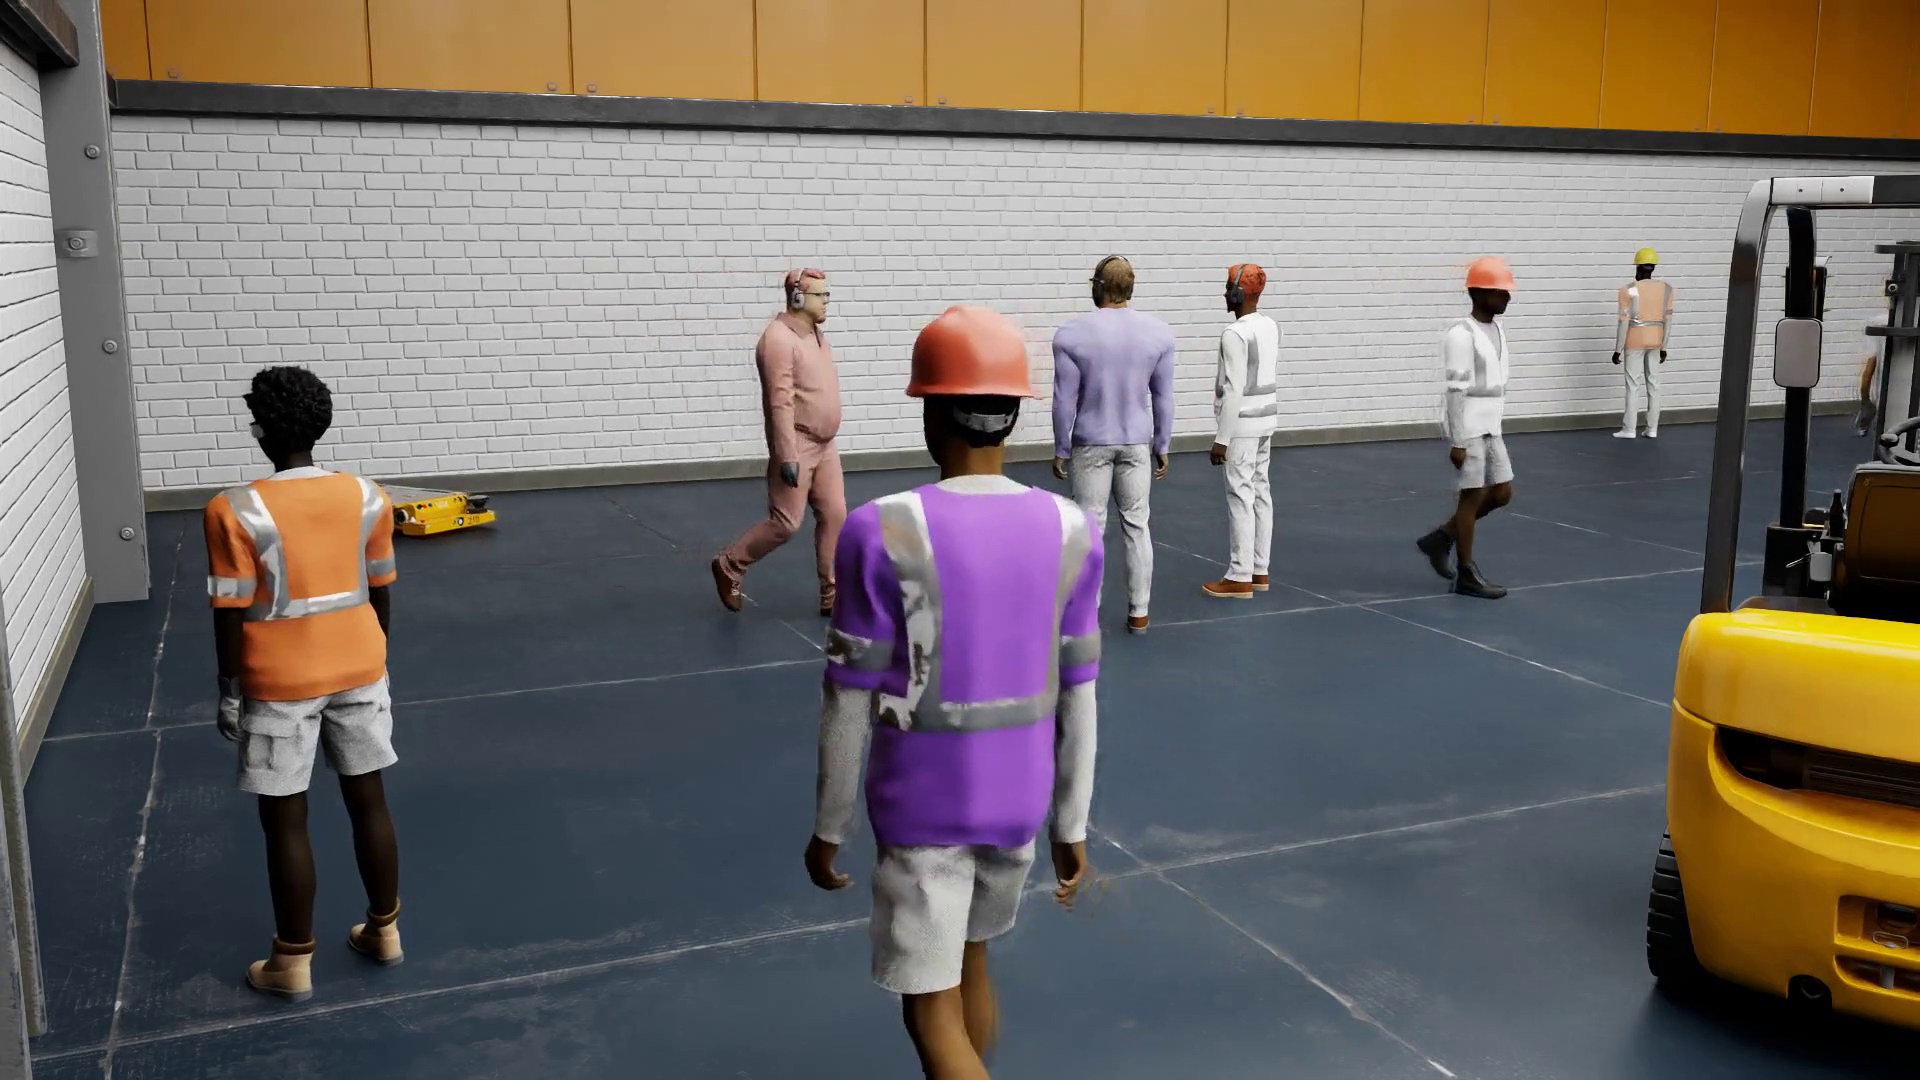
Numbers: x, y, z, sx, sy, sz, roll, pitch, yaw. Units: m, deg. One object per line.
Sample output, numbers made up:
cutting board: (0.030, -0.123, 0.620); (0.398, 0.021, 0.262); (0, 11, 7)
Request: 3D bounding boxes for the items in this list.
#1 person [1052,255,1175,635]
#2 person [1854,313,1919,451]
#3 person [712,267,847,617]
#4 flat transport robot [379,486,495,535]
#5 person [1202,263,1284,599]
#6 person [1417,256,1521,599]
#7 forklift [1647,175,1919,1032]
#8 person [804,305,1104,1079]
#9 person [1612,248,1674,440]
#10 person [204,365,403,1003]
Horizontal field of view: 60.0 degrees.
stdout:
person: (0.773, -0.470, 8.470); (0.635, 1.939, 0.359); (-1, 10, -7)
person: (6.059, -0.820, 10.662); (0.405, 1.850, 0.518); (-4, 11, -19)
person: (-0.904, -0.497, 8.800); (0.806, 1.880, 0.648); (4, 11, 23)
flat transport robot: (-4.058, -0.231, 11.755); (1.431, 0.197, 0.652); (6, 12, 28)
person: (1.600, -0.610, 9.400); (0.355, 1.883, 0.573); (7, 13, 35)
person: (2.889, -0.630, 9.394); (0.501, 1.925, 0.571); (10, 14, 43)
forklift: (2.810, 0.094, 4.662); (1.214, 2.155, 2.313); (7, 12, 34)
person: (0.034, 0.511, 3.182); (0.553, 1.909, 0.912); (-5, 12, -28)
person: (6.875, -1.973, 16.786); (0.584, 1.928, 0.374); (-1, 10, -8)
person: (-1.752, 0.379, 4.495); (0.319, 1.690, 0.539); (8, 13, 37)
